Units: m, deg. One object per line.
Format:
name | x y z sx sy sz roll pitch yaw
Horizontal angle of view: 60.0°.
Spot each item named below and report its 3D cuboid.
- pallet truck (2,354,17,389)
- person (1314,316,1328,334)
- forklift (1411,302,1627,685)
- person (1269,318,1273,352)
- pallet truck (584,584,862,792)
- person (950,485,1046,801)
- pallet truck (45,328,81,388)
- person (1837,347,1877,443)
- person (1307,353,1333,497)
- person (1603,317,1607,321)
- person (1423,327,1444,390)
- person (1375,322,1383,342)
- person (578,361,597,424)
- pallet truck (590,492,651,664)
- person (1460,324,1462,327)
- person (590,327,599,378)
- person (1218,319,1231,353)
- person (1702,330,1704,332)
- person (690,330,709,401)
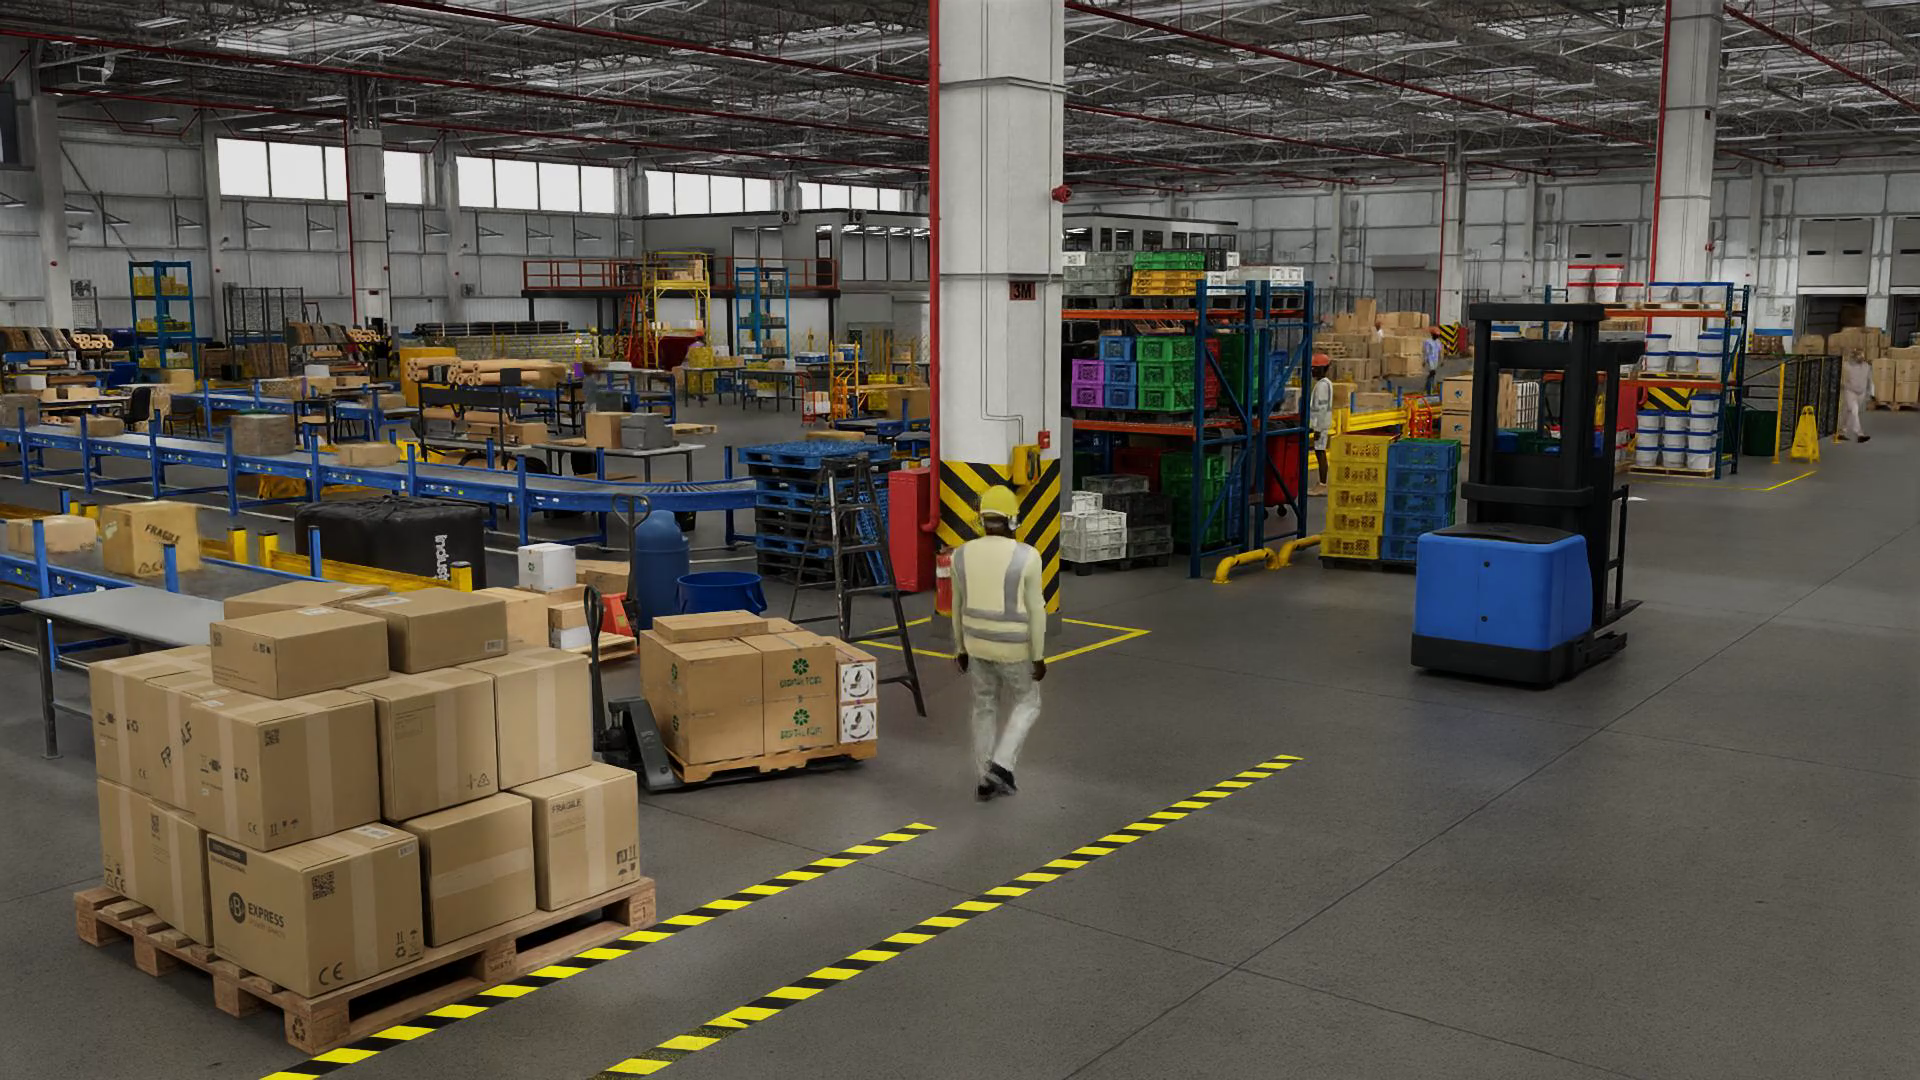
pallet truck | -24.881 -4.417 42.634 1.885 1.965 0.823 8 11 41
person | 15.135 -8.398 69.588 0.623 1.970 0.750 7 11 40
forklift | 4.379 -0.438 12.852 1.129 2.768 1.873 7 11 37
person | 15.324 -10.141 81.729 0.506 1.847 0.345 -3 9 -18
pallet truck | -1.426 0.805 10.019 1.601 1.201 0.680 -4 9 -26
person | 0.223 0.594 9.458 0.616 1.812 0.417 5 10 30
pallet truck | -23.775 -4.544 43.495 1.885 1.965 0.823 6 10 35
person | 17.502 -2.827 32.445 0.659 1.841 1.044 -2 9 -14
person | 5.109 -1.632 23.707 0.373 2.043 0.615 2 9 14
person | 29.169 -9.204 75.471 0.530 1.836 0.941 -5 10 -28
person | 13.760 -5.179 48.062 0.583 1.904 0.836 -5 10 -28
person | 15.325 -7.031 60.720 0.741 1.862 0.587 0 8 0
person | -7.041 -2.570 31.423 0.386 1.615 0.531 -4 9 -26
pallet truck | -3.115 0.344 12.883 0.653 1.274 1.630 7 11 37
person | 24.032 -9.942 80.524 0.629 1.798 0.935 -7 11 -40
person | -12.443 -6.365 56.627 0.319 1.740 0.492 -1 8 -5
person | 10.240 -7.636 64.613 0.569 1.921 0.685 3 9 21
person | 24.629 -6.394 55.818 0.537 2.000 0.689 -2 9 -15
person | -6.996 -4.678 44.646 0.474 1.922 0.552 -8 12 -43
